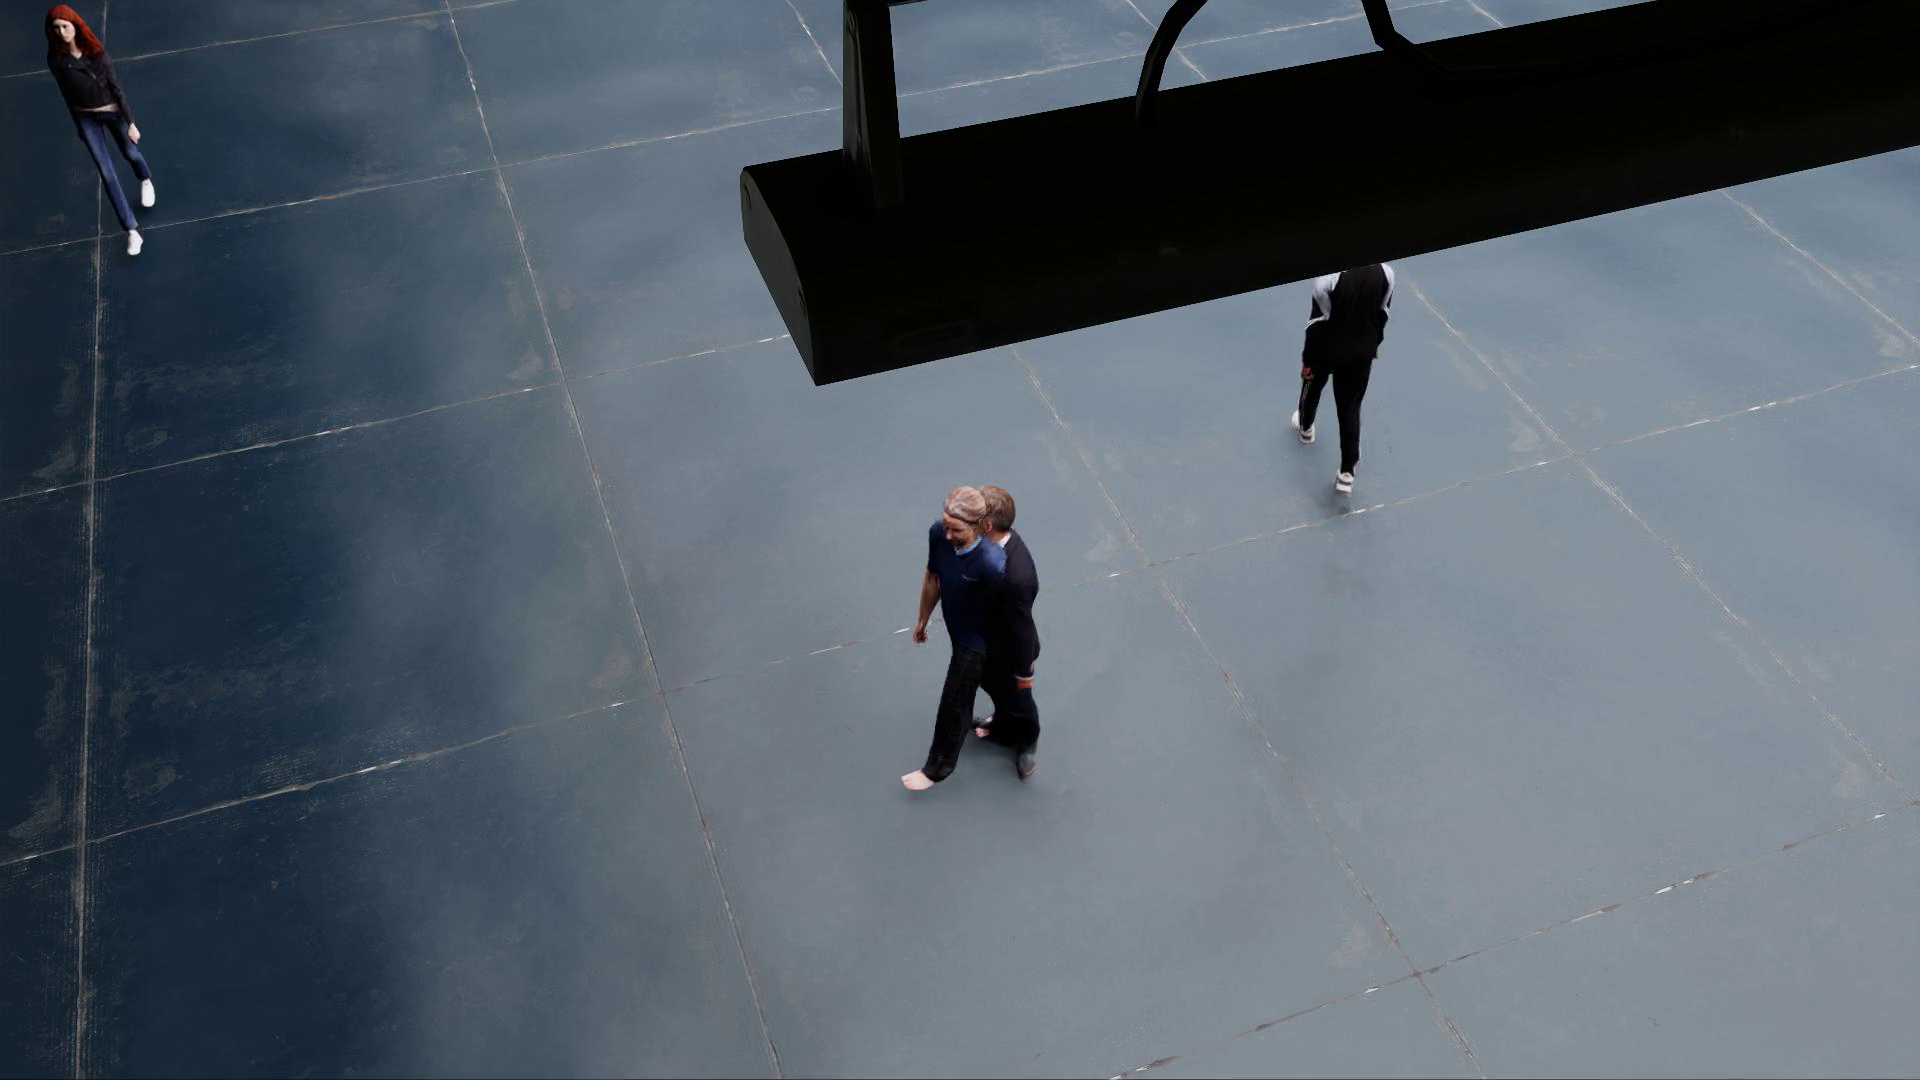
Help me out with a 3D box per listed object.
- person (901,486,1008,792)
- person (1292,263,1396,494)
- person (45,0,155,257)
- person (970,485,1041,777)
[{"bbox_3d":[0.126,0.398,8.387,0.916,1.826,1.070,-26,49,-25],"label":"person"},{"bbox_3d":[2.327,-1.093,9.997,0.904,1.809,1.233,-2,43,-2],"label":"person"},{"bbox_3d":[-6.231,-3.069,12.166,0.656,1.736,1.215,-10,44,-11],"label":"person"},{"bbox_3d":[0.253,0.490,8.316,0.794,1.788,0.584,-20,47,-20],"label":"person"}]
